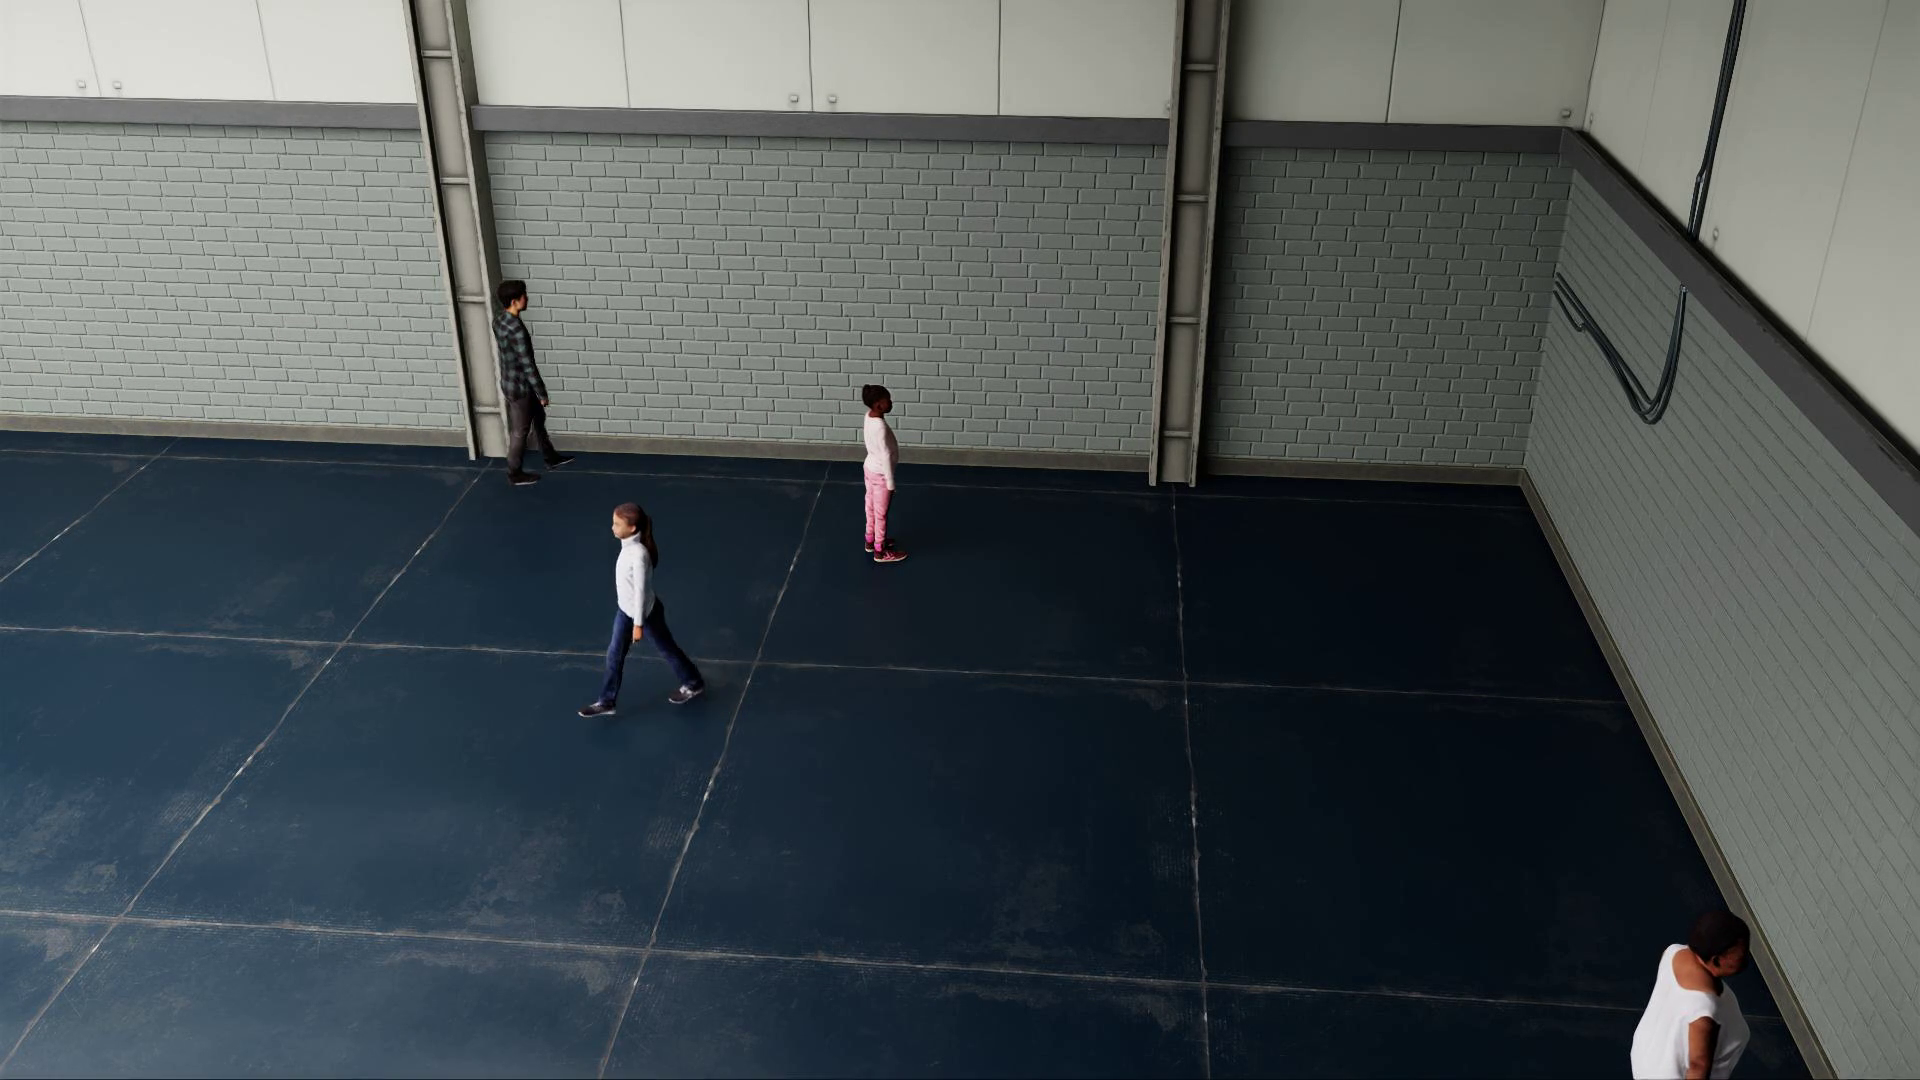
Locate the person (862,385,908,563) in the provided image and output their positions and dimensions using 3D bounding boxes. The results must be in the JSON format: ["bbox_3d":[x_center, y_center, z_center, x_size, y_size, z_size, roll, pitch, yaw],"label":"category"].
[{"bbox_3d":[-0.623,-0.538,12.829,0.635,1.441,0.625,-10,29,-19],"label":"person"}]

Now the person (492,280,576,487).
[{"bbox_3d":[-3.560,-1.232,13.192,1.005,1.697,0.939,-14,30,-25],"label":"person"}]

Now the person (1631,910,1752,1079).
[{"bbox_3d":[3.083,2.275,7.097,0.585,1.687,0.645,3,27,5],"label":"person"}]

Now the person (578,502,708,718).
[{"bbox_3d":[-1.992,0.460,10.815,1.136,1.511,0.946,-14,30,-25],"label":"person"}]
